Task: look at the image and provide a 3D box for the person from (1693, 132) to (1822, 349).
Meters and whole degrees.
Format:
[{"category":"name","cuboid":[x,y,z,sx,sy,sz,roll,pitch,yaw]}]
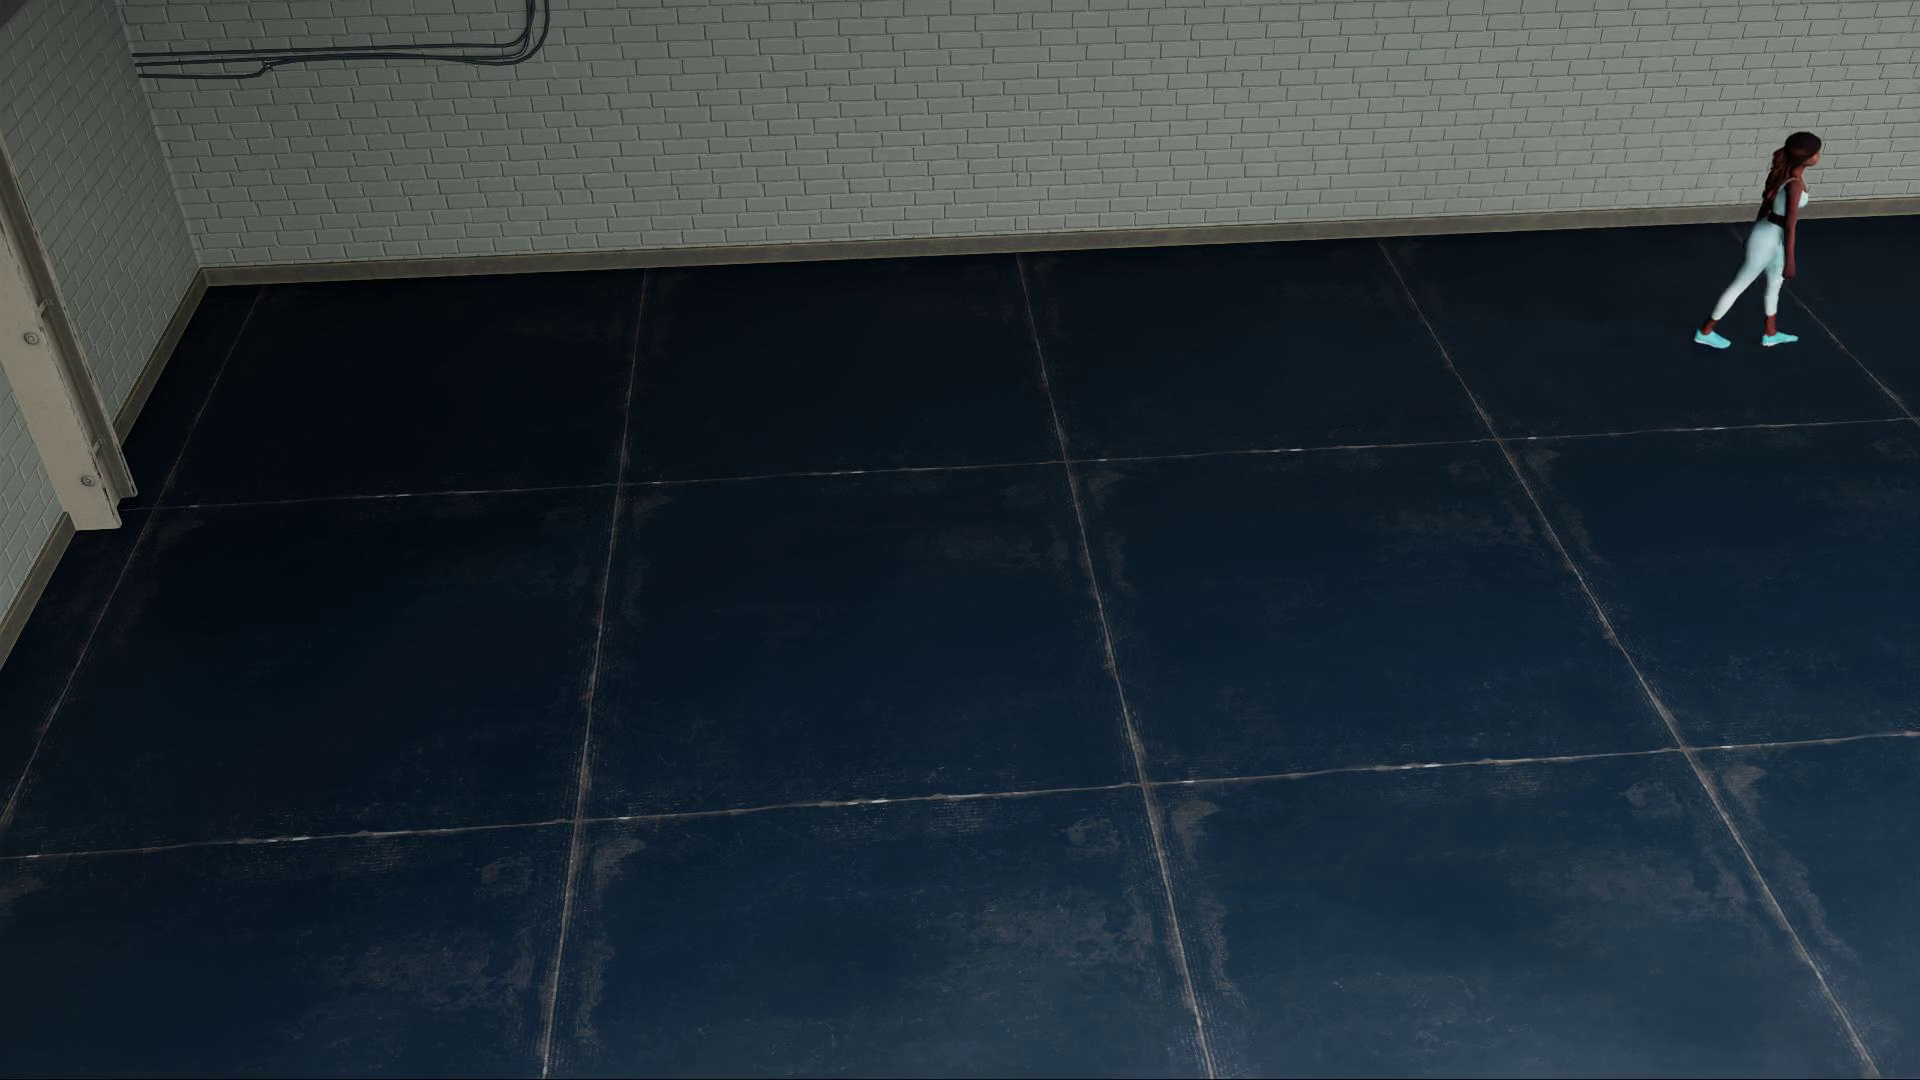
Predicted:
[{"category":"person","cuboid":[5.671,-2.109,11.895,0.855,1.702,0.971,9,39,12]}]
